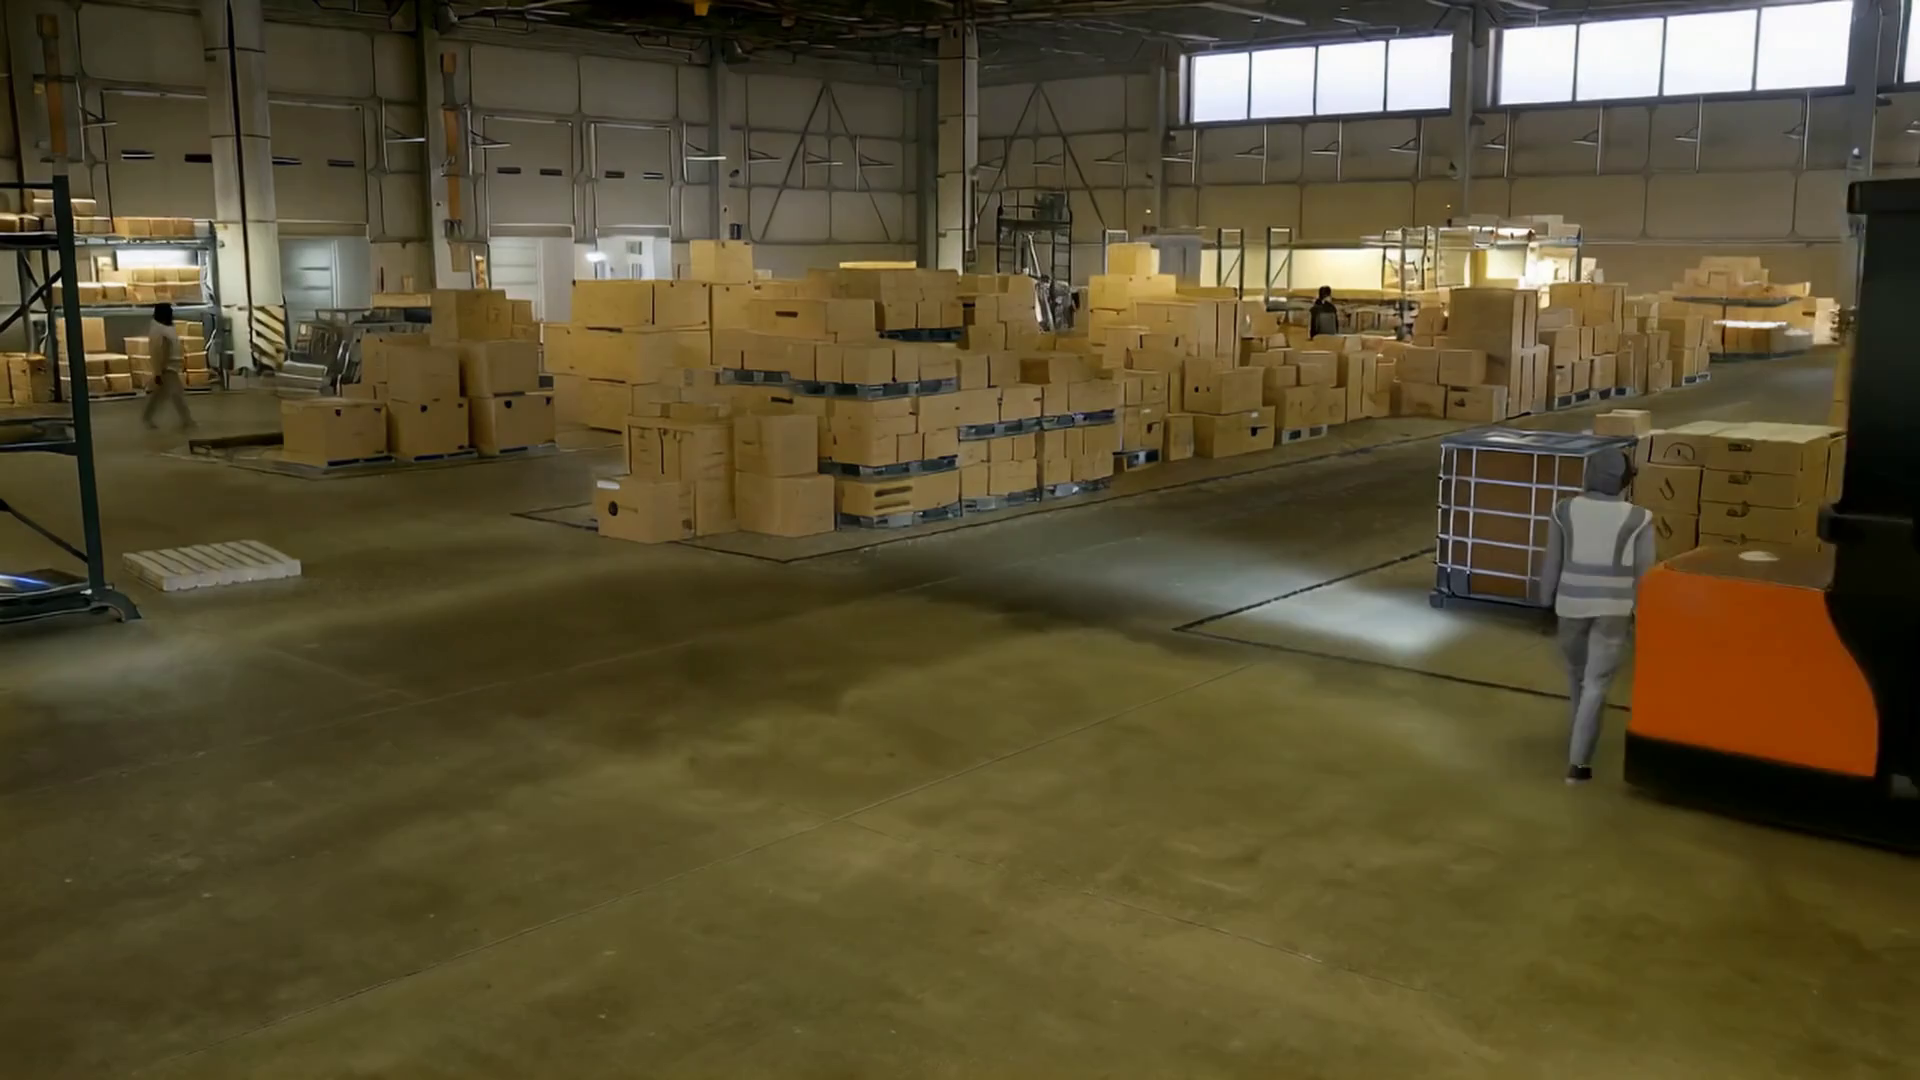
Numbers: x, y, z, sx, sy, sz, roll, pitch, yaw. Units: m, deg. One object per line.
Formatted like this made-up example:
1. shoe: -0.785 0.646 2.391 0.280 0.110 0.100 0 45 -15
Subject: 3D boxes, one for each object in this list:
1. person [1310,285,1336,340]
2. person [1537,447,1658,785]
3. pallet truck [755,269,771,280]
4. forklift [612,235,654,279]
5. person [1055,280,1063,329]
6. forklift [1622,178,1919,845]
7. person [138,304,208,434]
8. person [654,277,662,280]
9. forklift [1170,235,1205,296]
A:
1. person: 6.157 -3.365 28.278 0.378 1.930 0.624 10 14 43
2. person: 3.118 0.343 8.098 0.521 1.585 0.878 8 13 37
3. pallet truck: -4.996 -6.432 45.525 1.885 1.965 0.823 -6 12 -32
4. forklift: -7.300 -5.450 37.421 1.873 2.768 1.129 8 13 40
5. person: 2.734 -6.466 46.567 0.316 1.698 0.541 -1 10 -4
6. forklift: 4.105 -0.161 7.311 1.873 2.768 1.129 8 13 40
7. person: -10.921 -2.345 22.859 0.972 1.799 0.625 -1 10 -7
8. person: -6.516 -4.725 36.021 0.632 1.930 0.387 -5 11 -25
9. forklift: 5.115 -5.466 37.513 1.873 2.768 1.129 8 13 40
